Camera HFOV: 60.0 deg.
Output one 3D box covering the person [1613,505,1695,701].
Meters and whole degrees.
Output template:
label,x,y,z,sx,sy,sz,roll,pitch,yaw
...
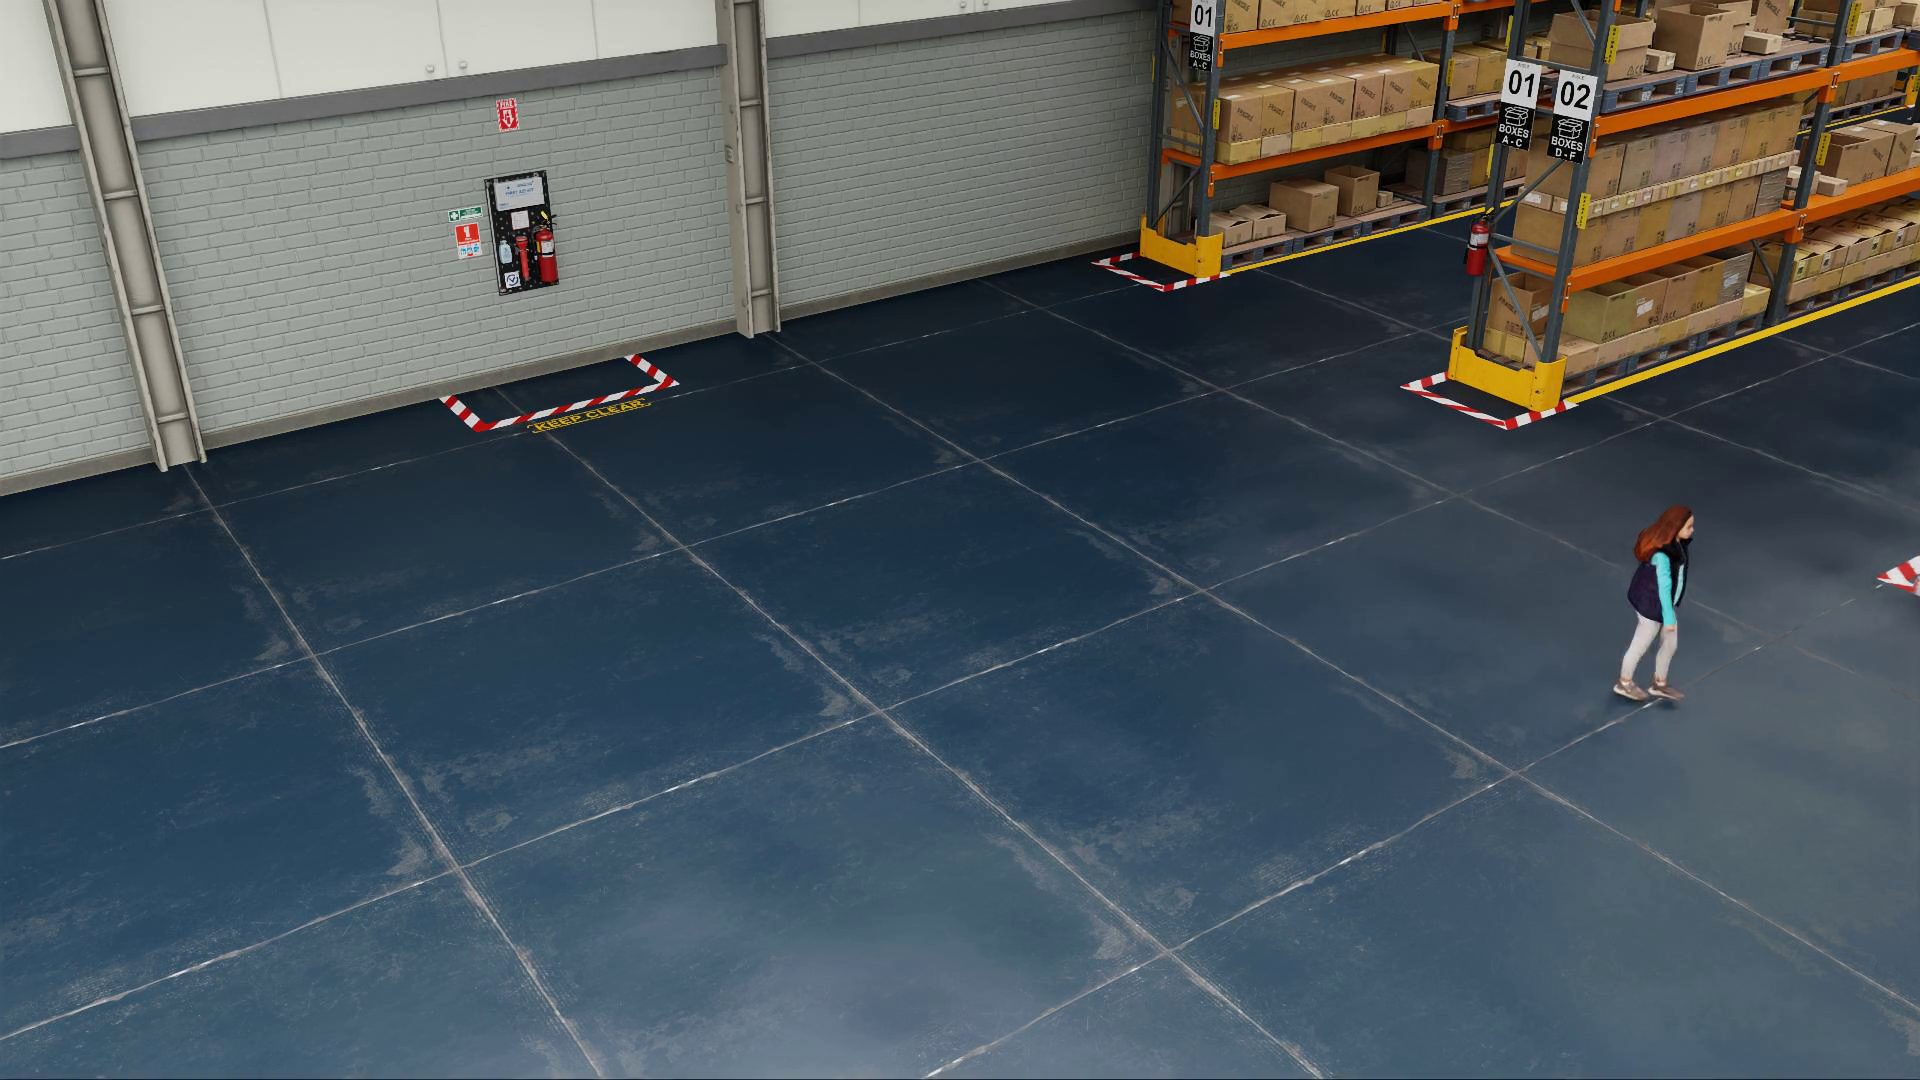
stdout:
label,x,y,z,sx,sy,sz,roll,pitch,yaw
person,4.688,0.426,11.345,0.753,1.487,0.751,19,33,33
